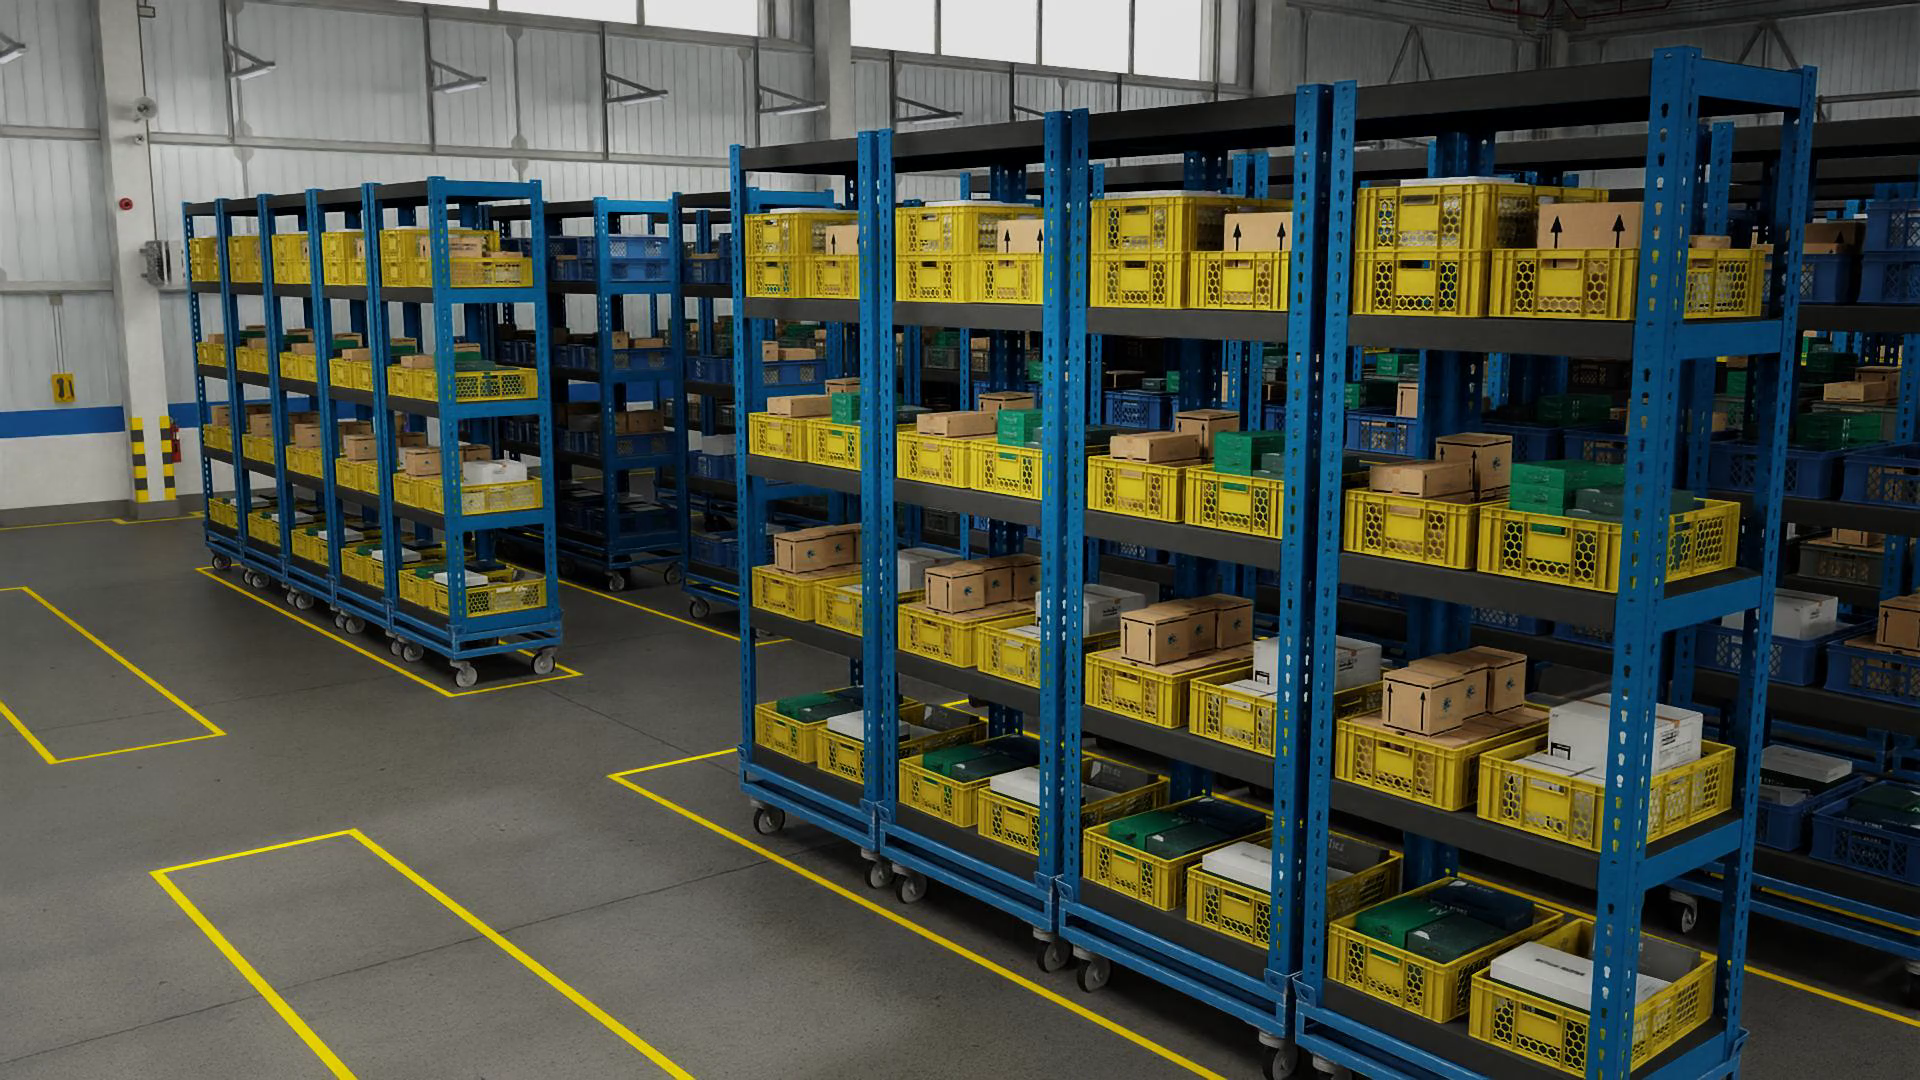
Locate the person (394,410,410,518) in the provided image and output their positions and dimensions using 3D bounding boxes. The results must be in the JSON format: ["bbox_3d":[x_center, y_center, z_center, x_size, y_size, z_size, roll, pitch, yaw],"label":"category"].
[{"bbox_3d":[-6.665,-1.180,19.799,0.394,1.846,0.564,-2,10,-12],"label":"person"}]
